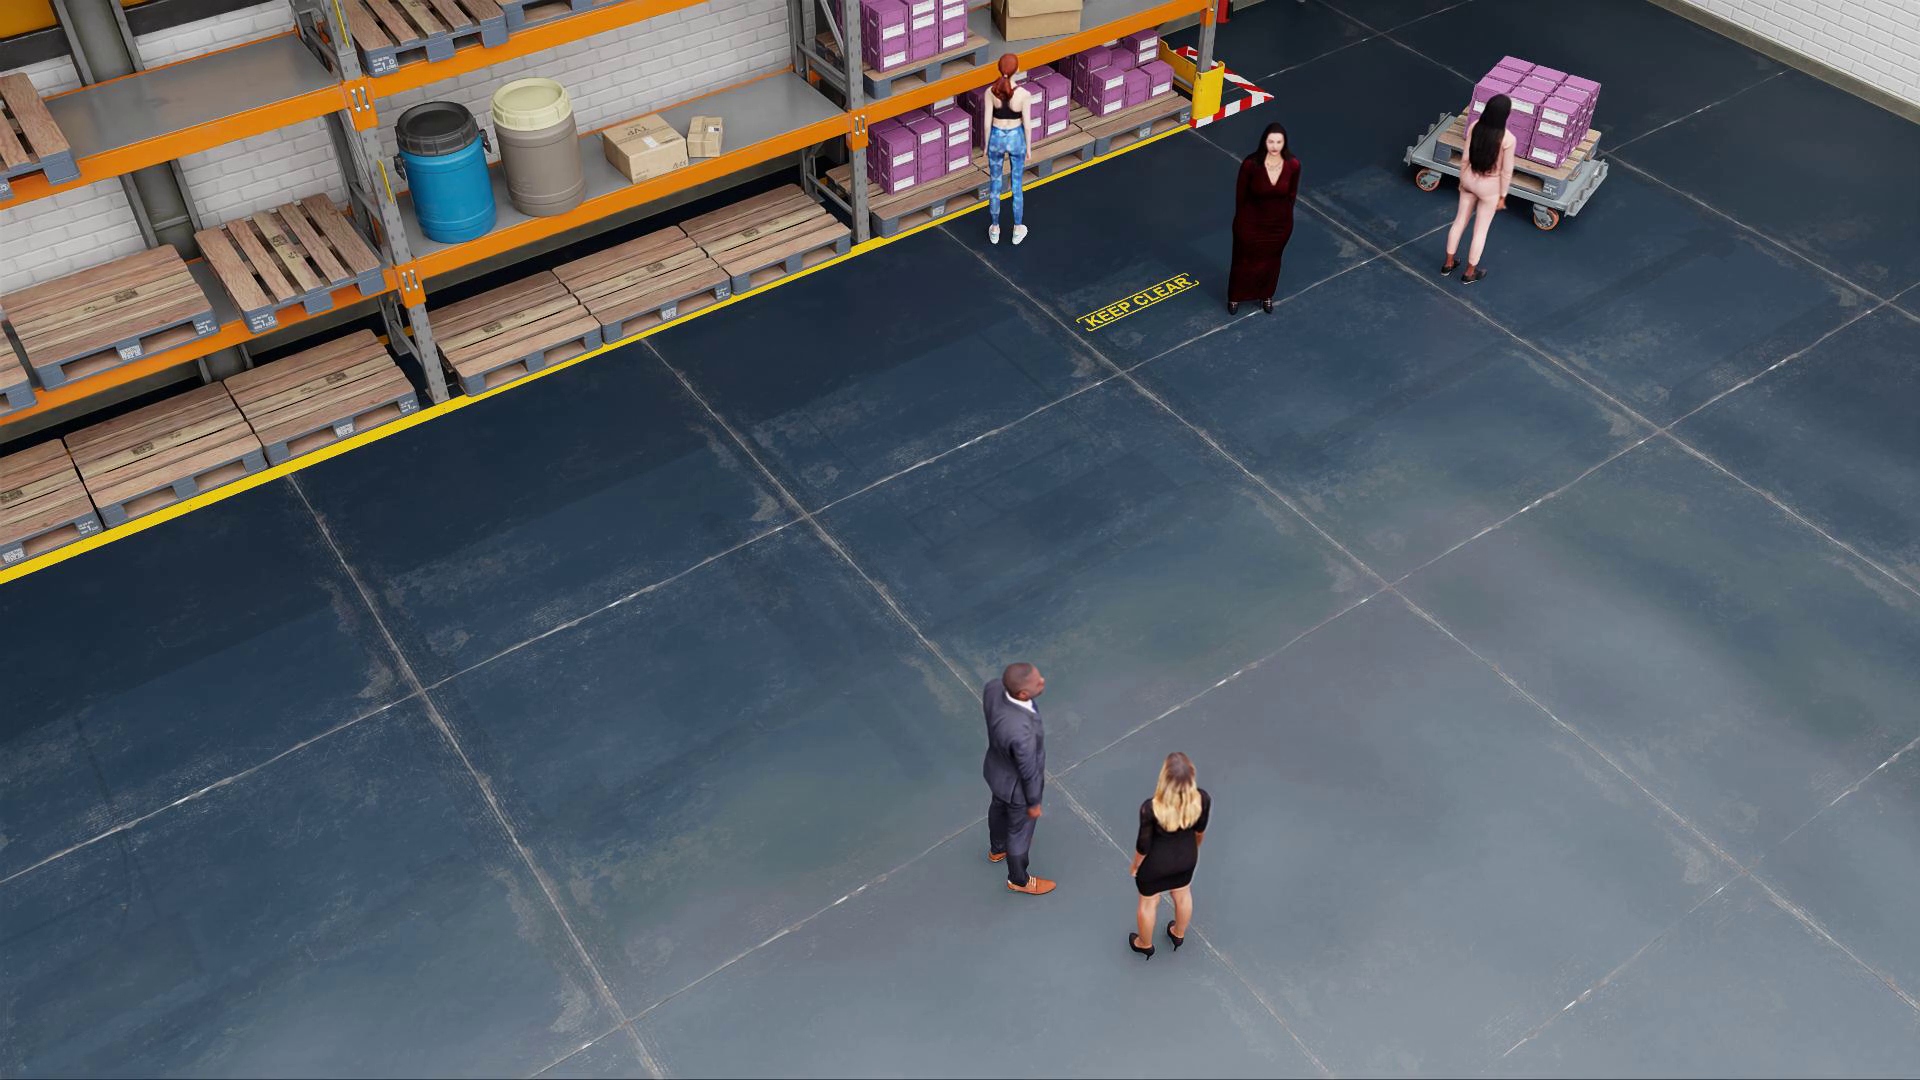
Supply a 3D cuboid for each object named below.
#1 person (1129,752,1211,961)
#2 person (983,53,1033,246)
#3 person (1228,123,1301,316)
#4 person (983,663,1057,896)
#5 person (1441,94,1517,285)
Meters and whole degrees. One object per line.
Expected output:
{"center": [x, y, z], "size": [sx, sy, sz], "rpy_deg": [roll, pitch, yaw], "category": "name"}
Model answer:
{"center": [1.128, 1.744, 9.096], "size": [0.507, 1.675, 0.666], "rpy_deg": [-12, 45, -12], "category": "person"}
{"center": [0.403, -3.384, 14.399], "size": [0.678, 1.785, 0.745], "rpy_deg": [4, 44, 4], "category": "person"}
{"center": [2.476, -2.626, 13.623], "size": [0.715, 1.758, 0.821], "rpy_deg": [-3, 44, -3], "category": "person"}
{"center": [0.316, 1.330, 9.423], "size": [0.696, 1.824, 0.754], "rpy_deg": [-14, 45, -14], "category": "person"}
{"center": [4.379, -2.956, 13.996], "size": [0.555, 1.720, 0.634], "rpy_deg": [-30, 51, -28], "category": "person"}
